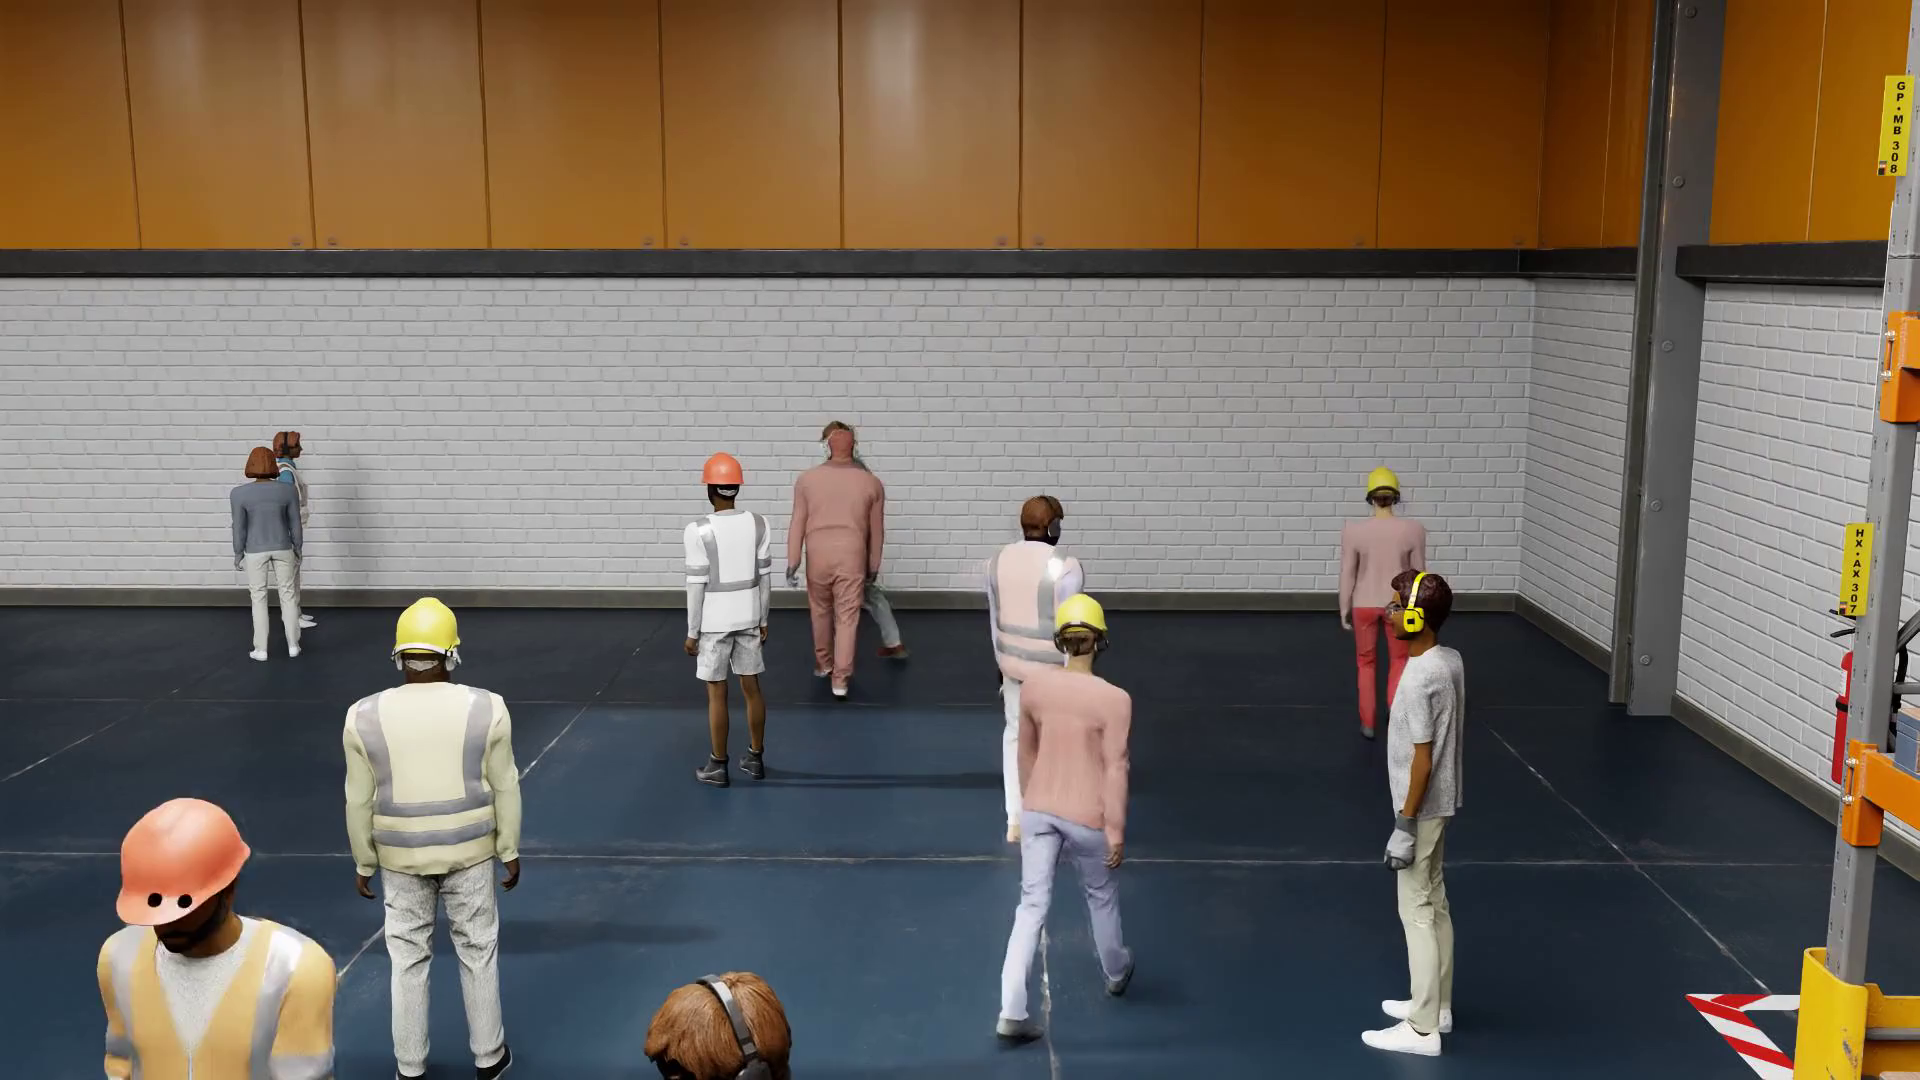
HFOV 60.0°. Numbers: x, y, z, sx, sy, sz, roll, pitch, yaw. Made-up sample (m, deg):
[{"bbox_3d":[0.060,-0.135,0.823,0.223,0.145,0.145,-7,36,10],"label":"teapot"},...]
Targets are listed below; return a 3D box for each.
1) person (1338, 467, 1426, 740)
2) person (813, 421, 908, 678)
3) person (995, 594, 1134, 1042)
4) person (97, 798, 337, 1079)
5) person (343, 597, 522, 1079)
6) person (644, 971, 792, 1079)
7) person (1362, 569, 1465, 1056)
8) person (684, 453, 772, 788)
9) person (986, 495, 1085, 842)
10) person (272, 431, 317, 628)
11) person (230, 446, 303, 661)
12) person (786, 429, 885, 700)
[{"bbox_3d":[2.632,0.423,10.384,0.545,1.750,0.506,2,10,12],"label":"person"},{"bbox_3d":[-0.721,0.048,12.286,0.792,1.898,0.687,-3,10,-18],"label":"person"},{"bbox_3d":[0.441,1.084,6.557,0.555,1.711,0.932,6,11,31],"label":"person"},{"bbox_3d":[-1.662,1.482,3.661,0.554,1.880,0.955,0,9,-1],"label":"person"},{"bbox_3d":[-1.892,1.113,6.024,0.600,1.831,0.404,-2,10,-14],"label":"person"},{"bbox_3d":[-0.365,1.633,2.939,0.430,1.833,0.634,-8,12,-38],"label":"person"},{"bbox_3d":[1.755,1.041,6.368,0.310,1.864,0.533,5,11,30],"label":"person"},{"bbox_3d":[-1.350,0.462,9.615,0.543,1.938,0.357,-7,12,-36],"label":"person"},{"bbox_3d":[0.427,0.672,8.683,0.651,1.824,0.501,8,13,41],"label":"person"},{"bbox_3d":[-5.556,-0.091,13.816,0.307,1.639,0.525,-4,10,-25],"label":"person"},{"bbox_3d":[-5.271,0.102,12.679,0.507,1.633,0.278,-6,11,-33],"label":"person"},{"bbox_3d":[-0.867,0.149,11.781,0.680,1.848,1.004,0,9,0],"label":"person"}]
